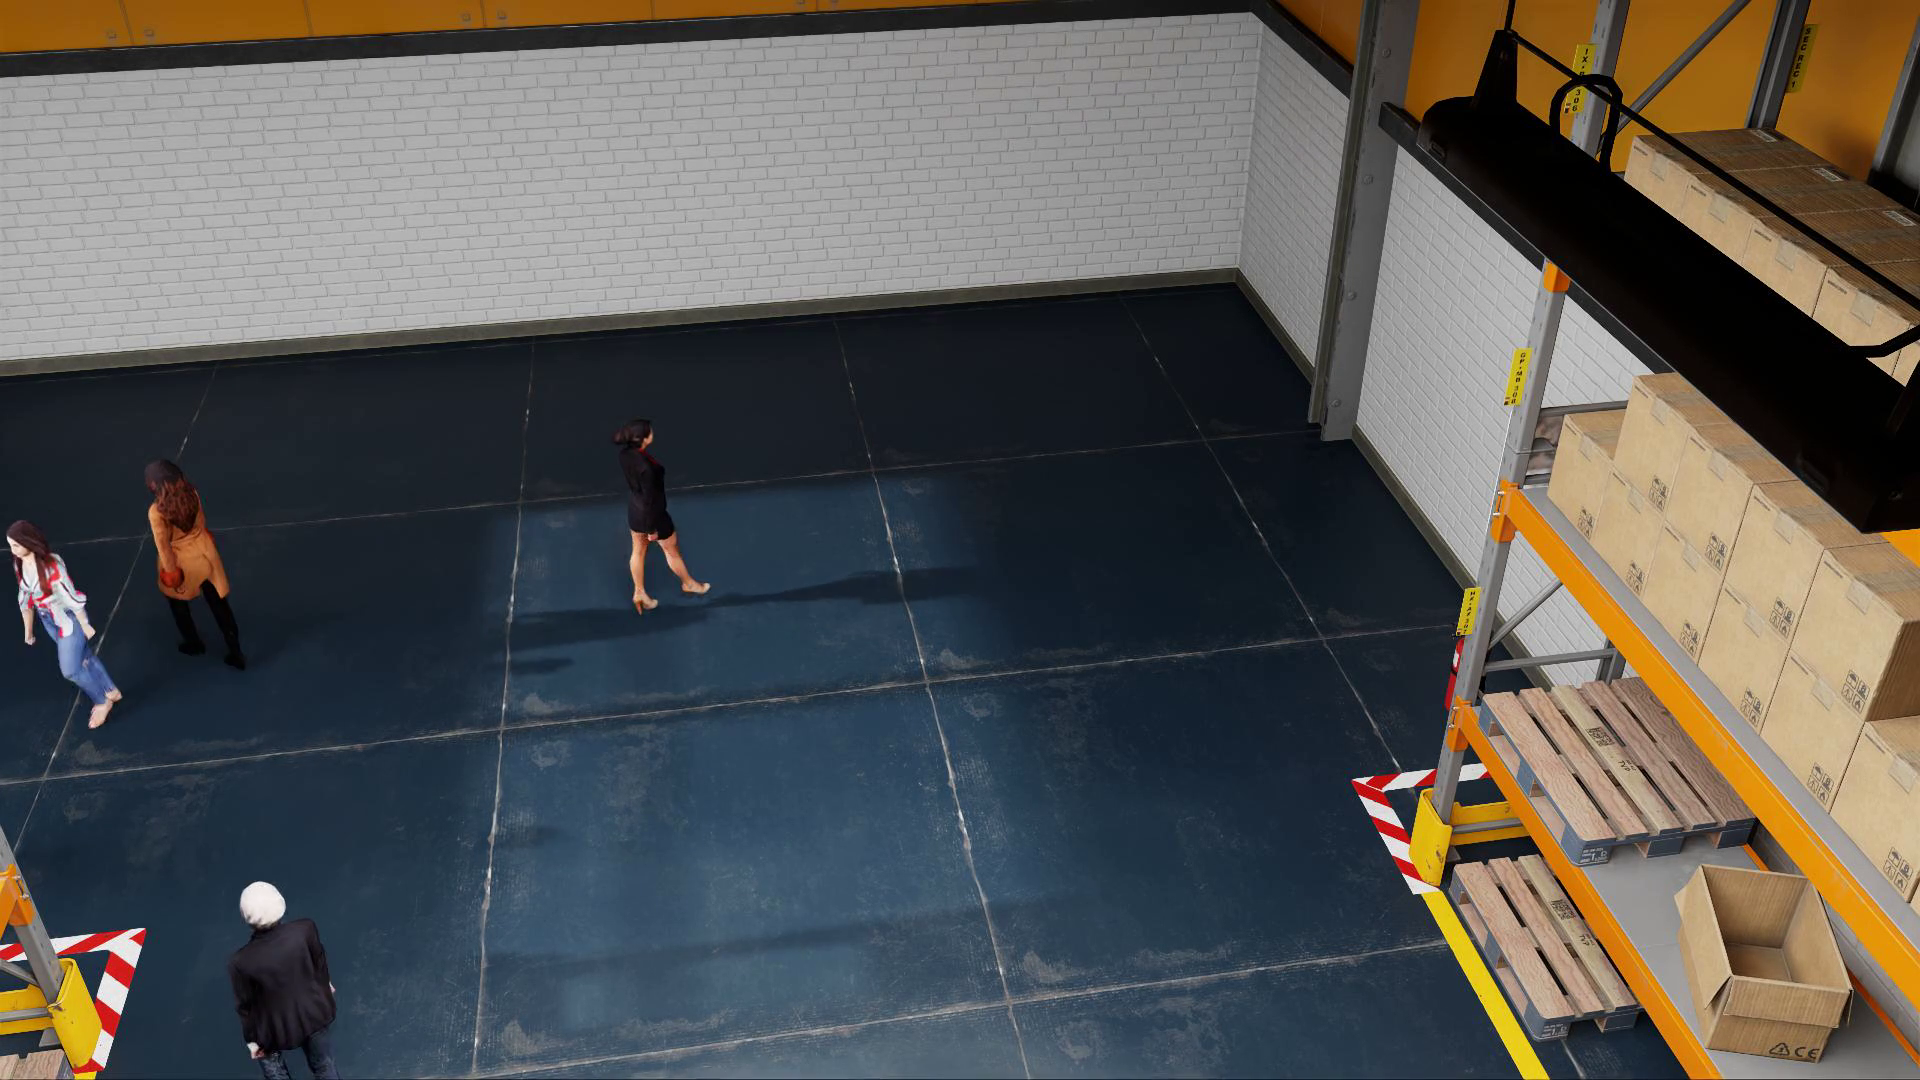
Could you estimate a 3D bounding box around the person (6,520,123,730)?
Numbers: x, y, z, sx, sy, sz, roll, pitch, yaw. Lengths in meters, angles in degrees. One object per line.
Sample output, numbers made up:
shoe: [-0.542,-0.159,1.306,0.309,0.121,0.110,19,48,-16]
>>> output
person: [-6.044,0.506,11.352,0.742,1.595,0.794,13,36,19]

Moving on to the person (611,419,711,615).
person: [-2.364,-0.131,12.285,0.885,1.624,0.877,-24,41,-32]

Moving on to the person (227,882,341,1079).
person: [-3.351,2.435,8.282,0.842,1.770,0.770,-21,39,-28]

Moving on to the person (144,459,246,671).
person: [-5.327,0.213,11.695,1.003,1.703,0.947,20,39,28]
